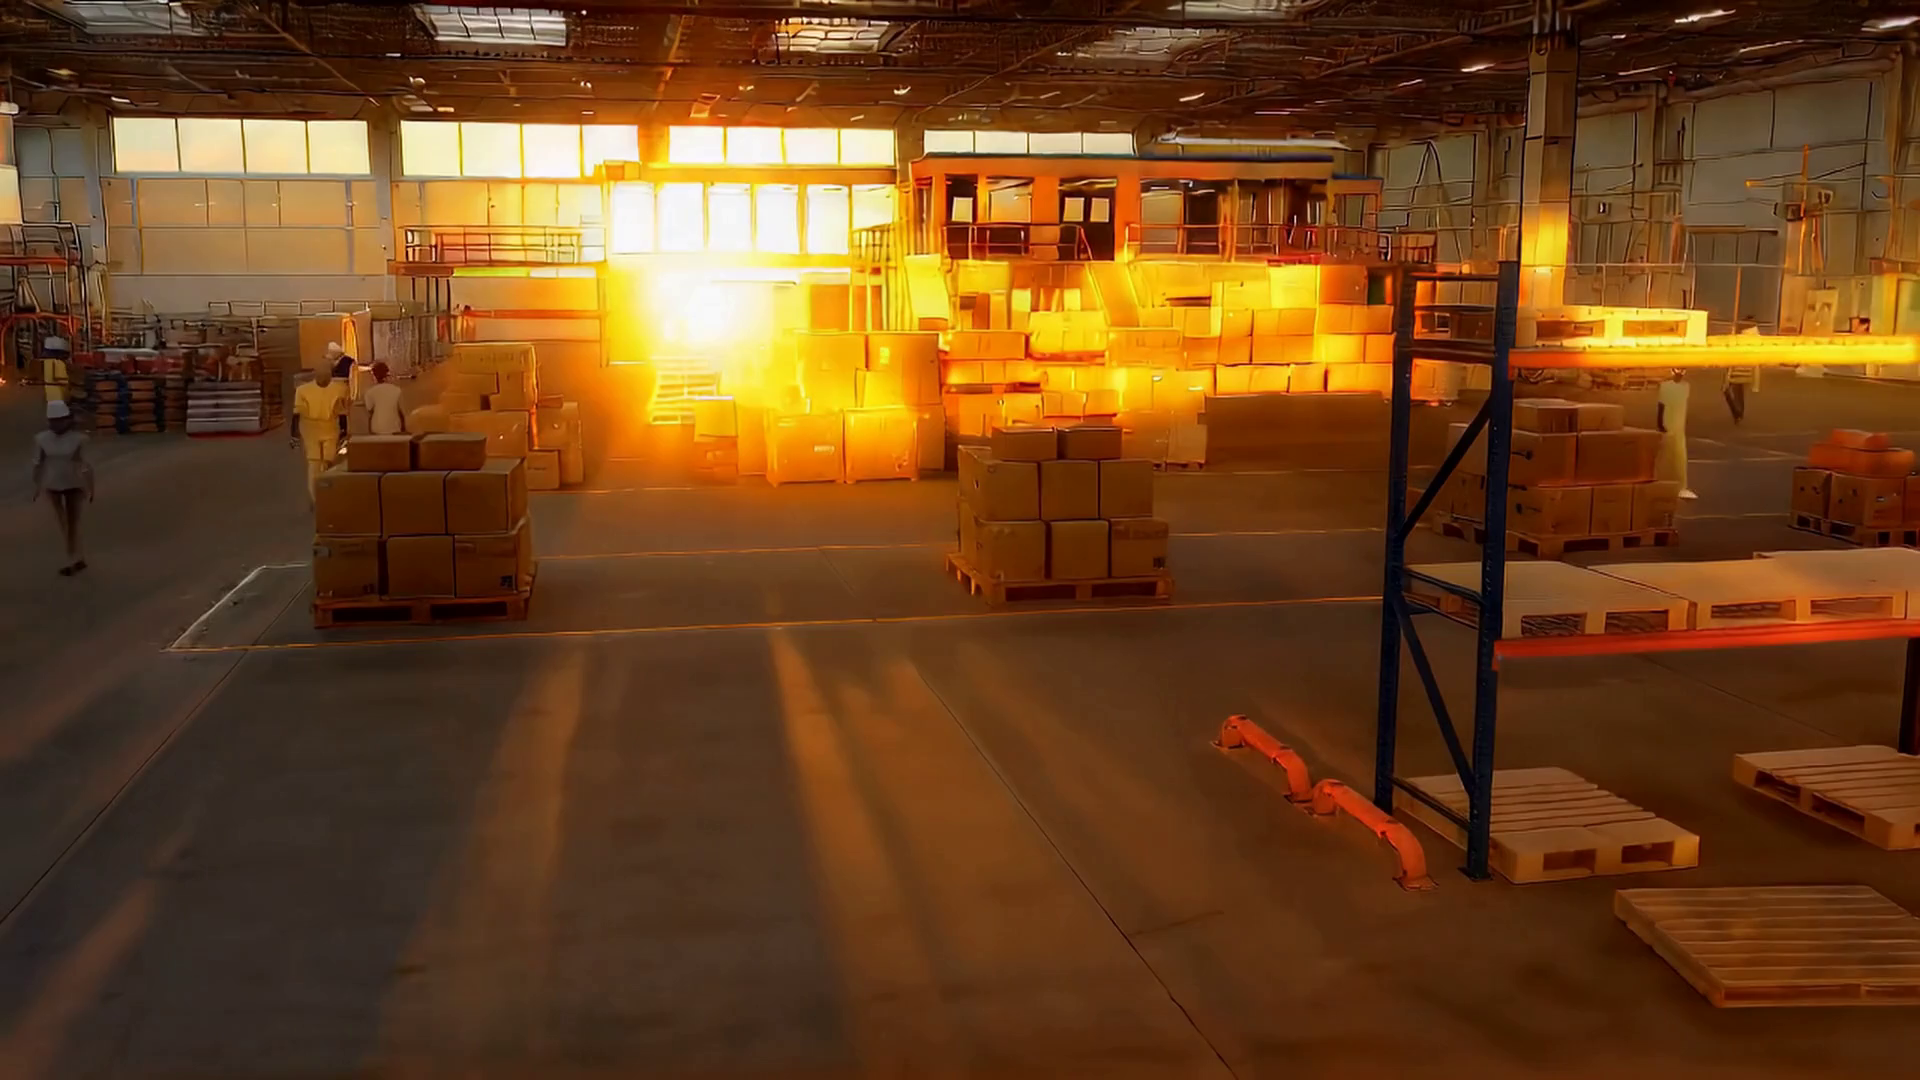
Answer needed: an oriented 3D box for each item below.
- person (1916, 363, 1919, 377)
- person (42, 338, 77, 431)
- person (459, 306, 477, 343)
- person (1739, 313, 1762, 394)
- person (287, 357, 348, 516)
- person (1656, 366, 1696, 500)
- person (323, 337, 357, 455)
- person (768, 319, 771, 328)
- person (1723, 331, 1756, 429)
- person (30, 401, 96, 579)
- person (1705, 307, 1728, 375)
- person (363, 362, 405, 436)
[{"bbox_3d":[20.244,-3.561,34.578,0.646,1.816,0.523,3,10,16],"label":"person"},{"bbox_3d":[-13.968,-2.173,25.840,0.843,1.908,0.458,7,12,37],"label":"person"},{"bbox_3d":[-14.801,-6.123,50.094,0.508,1.847,0.345,0,9,-2],"label":"person"},{"bbox_3d":[18.706,-4.398,39.364,0.551,1.905,0.792,8,12,40],"label":"person"},{"bbox_3d":[-7.743,-1.246,20.136,0.692,1.914,0.856,-6,11,-32],"label":"person"},{"bbox_3d":[9.318,-1.479,21.818,0.520,1.834,0.951,-3,10,-15],"label":"person"},{"bbox_3d":[-9.934,-2.277,26.509,0.619,1.892,0.735,0,9,-3],"label":"person"},{"bbox_3d":[-6.804,-7.789,60.169,0.325,1.865,0.516,4,10,25],"label":"person"},{"bbox_3d":[14.422,-2.937,30.732,0.628,1.832,0.564,-1,9,-5],"label":"person"},{"bbox_3d":[-8.706,-0.491,16.143,0.525,1.717,0.920,-1,9,-7],"label":"person"},{"bbox_3d":[21.189,-5.564,46.557,0.607,1.894,1.016,-3,10,-17],"label":"person"},{"bbox_3d":[-7.201,-1.317,20.896,0.519,1.828,0.985,-5,11,-28],"label":"person"}]
